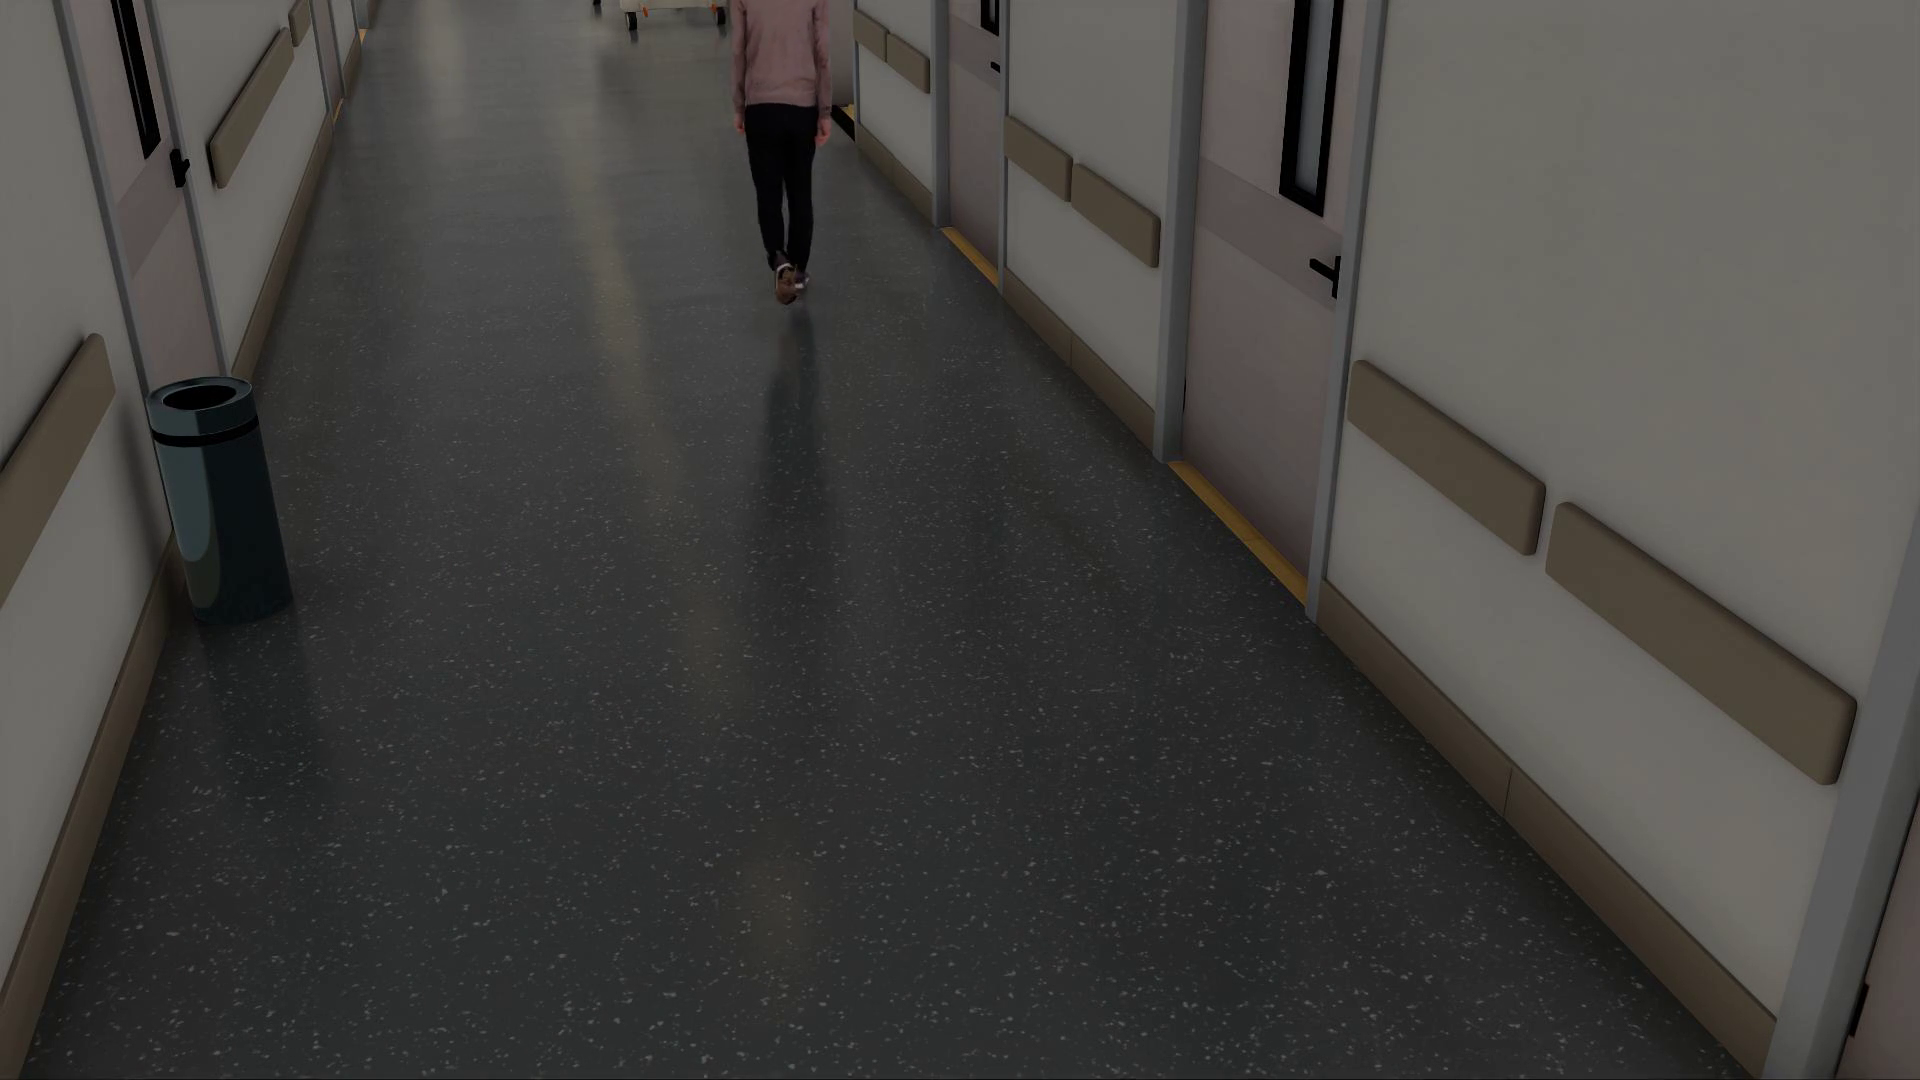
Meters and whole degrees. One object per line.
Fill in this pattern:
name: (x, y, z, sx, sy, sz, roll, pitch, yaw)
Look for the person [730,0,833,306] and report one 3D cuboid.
person: (-0.842, -1.969, 7.767, 1.033, 1.785, 0.780, -3, 26, -6)
